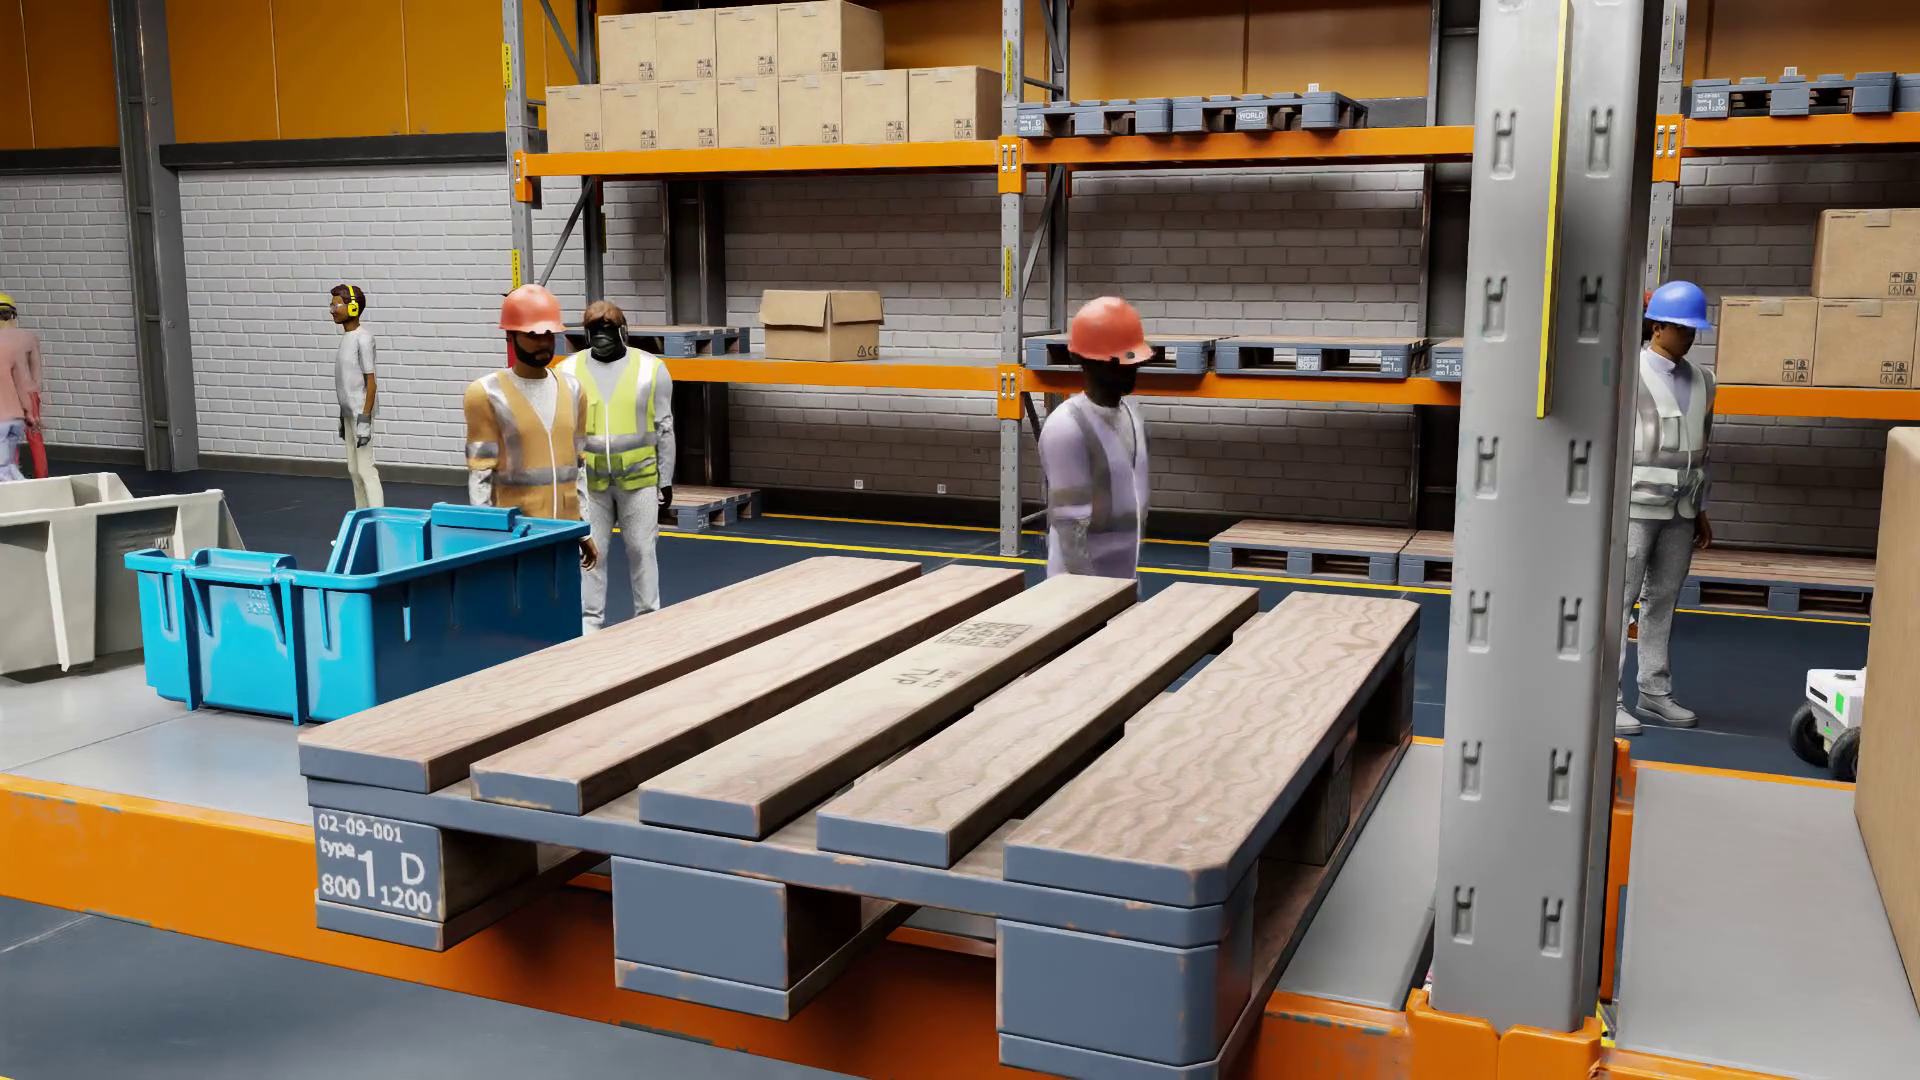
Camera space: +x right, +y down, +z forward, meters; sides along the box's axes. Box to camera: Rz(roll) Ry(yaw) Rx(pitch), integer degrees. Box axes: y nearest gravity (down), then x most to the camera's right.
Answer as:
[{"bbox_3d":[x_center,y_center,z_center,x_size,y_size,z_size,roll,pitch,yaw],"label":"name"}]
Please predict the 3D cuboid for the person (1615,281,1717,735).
[{"bbox_3d":[3.004,-0.140,7.195,0.603,1.945,0.390,-4,10,-22],"label":"person"}]

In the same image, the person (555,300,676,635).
[{"bbox_3d":[-1.775,-0.303,8.520,0.637,1.836,0.430,-1,10,-4],"label":"person"}]

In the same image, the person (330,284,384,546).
[{"bbox_3d":[-4.260,-0.854,11.701,0.328,1.872,0.513,-7,12,-38],"label":"person"}]

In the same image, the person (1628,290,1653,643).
[{"bbox_3d":[3.559,-0.394,8.933,0.351,1.877,0.607,-1,10,-8],"label":"person"}]

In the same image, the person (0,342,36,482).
[{"bbox_3d":[-6.990,-0.845,12.045,0.419,1.726,0.595,2,10,12],"label":"person"}]

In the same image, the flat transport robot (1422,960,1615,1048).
[{"bbox_3d":[0.905,1.195,4.203,1.431,0.197,0.652,1,10,7],"label":"flat transport robot"}]

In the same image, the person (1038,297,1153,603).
[{"bbox_3d":[0.499,0.152,5.602,0.388,1.907,0.606,6,11,34],"label":"person"}]

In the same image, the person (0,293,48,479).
[{"bbox_3d":[-8.201,-1.247,14.390,0.327,1.761,0.522,7,12,35],"label":"person"}]

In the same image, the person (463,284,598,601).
[{"bbox_3d":[-1.676,-0.040,6.623,0.377,1.936,0.549,9,13,42],"label":"person"}]

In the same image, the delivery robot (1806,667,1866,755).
[{"bbox_3d":[3.682,0.637,6.419,0.707,0.478,0.477,1,10,7],"label":"delivery robot"}]
